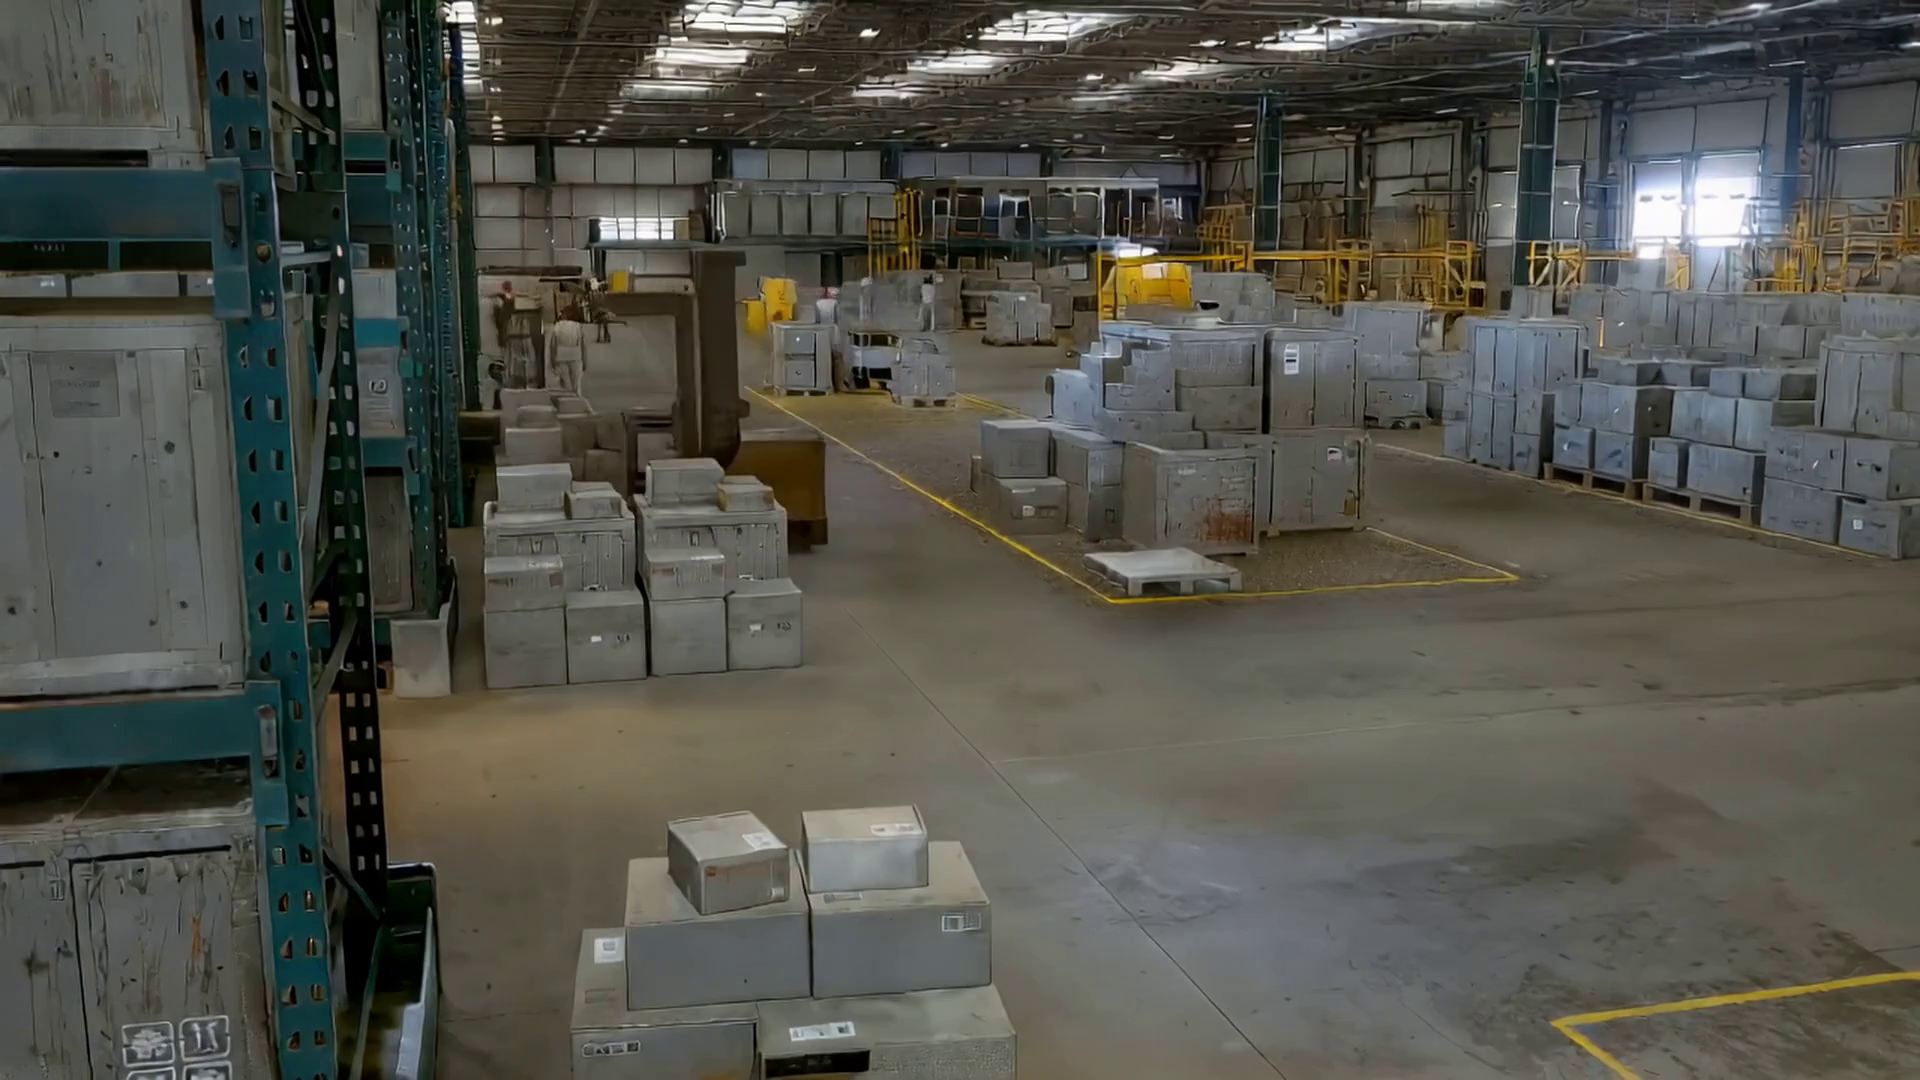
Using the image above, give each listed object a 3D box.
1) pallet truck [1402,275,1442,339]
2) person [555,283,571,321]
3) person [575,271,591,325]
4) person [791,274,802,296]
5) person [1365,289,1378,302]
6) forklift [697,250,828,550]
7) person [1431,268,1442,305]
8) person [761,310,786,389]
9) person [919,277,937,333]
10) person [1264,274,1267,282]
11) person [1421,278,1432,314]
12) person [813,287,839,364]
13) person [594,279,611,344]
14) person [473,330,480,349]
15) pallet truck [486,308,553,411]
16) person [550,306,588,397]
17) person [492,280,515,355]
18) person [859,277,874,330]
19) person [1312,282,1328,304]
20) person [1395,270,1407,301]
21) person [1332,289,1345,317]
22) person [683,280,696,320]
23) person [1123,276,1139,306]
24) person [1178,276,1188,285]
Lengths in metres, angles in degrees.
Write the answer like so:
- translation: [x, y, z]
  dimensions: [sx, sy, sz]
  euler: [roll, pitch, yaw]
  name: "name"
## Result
- translation: [14.620, -7.324, 52.145]
  dimensions: [0.823, 1.965, 1.885]
  euler: [8, 13, 40]
  name: "pallet truck"
- translation: [-12.653, -7.330, 53.043]
  dimensions: [0.534, 1.692, 0.320]
  euler: [1, 10, 7]
  name: "person"
- translation: [-13.753, -8.826, 60.740]
  dimensions: [0.606, 1.966, 0.367]
  euler: [-8, 13, -38]
  name: "person"
- translation: [-6.046, -8.716, 60.389]
  dimensions: [0.569, 1.864, 1.022]
  euler: [4, 11, 21]
  name: "person"
- translation: [9.188, -4.684, 37.438]
  dimensions: [0.396, 1.919, 0.581]
  euler: [3, 10, 14]
  name: "person"
- translation: [-2.252, -1.330, 15.705]
  dimensions: [1.873, 2.768, 1.129]
  euler: [-2, 10, -12]
  name: "forklift"
- translation: [20.982, -11.062, 73.491]
  dimensions: [0.645, 1.926, 0.613]
  euler: [5, 11, 25]
  name: "person"
- translation: [-3.619, -3.816, 33.425]
  dimensions: [0.848, 1.596, 0.522]
  euler: [-6, 11, -29]
  name: "person"
- translation: [-1.069, -7.756, 54.968]
  dimensions: [0.707, 1.862, 0.688]
  euler: [-6, 11, -29]
  name: "person"
- translation: [12.788, -10.407, 70.424]
  dimensions: [0.538, 1.698, 0.441]
  euler: [3, 10, 14]
  name: "person"
- translation: [15.141, -7.623, 54.001]
  dimensions: [0.358, 1.938, 0.636]
  euler: [6, 12, 32]
  name: "person"
- translation: [-3.319, -5.237, 40.690]
  dimensions: [0.608, 1.865, 0.936]
  euler: [-8, 13, -38]
  name: "person"
- translation: [-10.483, -6.713, 48.963]
  dimensions: [0.513, 1.898, 0.589]
  euler: [4, 11, 22]
  name: "person"
- translation: [-13.523, -5.965, 45.595]
  dimensions: [0.507, 1.585, 0.850]
  euler: [4, 11, 22]
  name: "person"
- translation: [-6.242, -2.418, 24.362]
  dimensions: [0.823, 1.965, 1.885]
  euler: [1, 10, 3]
  name: "pallet truck"
- translation: [-6.772, -3.121, 28.806]
  dimensions: [0.638, 1.845, 0.429]
  euler: [-3, 11, -18]
  name: "person"
- translation: [-11.984, -5.870, 43.791]
  dimensions: [0.581, 2.000, 0.696]
  euler: [7, 12, 36]
  name: "person"
- translation: [-3.132, -7.885, 55.741]
  dimensions: [0.438, 1.850, 0.553]
  euler: [8, 13, 38]
  name: "person"
- translation: [11.965, -7.726, 55.301]
  dimensions: [0.534, 1.693, 0.321]
  euler: [7, 12, 34]
  name: "person"
- translation: [19.495, -11.012, 73.472]
  dimensions: [0.429, 1.844, 0.627]
  euler: [-7, 12, -36]
  name: "person"
- translation: [8.876, -4.898, 38.766]
  dimensions: [0.355, 1.876, 0.574]
  euler: [-7, 12, -33]
  name: "person"
- translation: [-9.019, -7.764, 55.341]
  dimensions: [0.525, 1.755, 0.468]
  euler: [4, 11, 21]
  name: "person"
- translation: [6.078, -8.512, 59.390]
  dimensions: [0.505, 1.820, 0.654]
  euler: [-7, 12, -35]
  name: "person"
- translation: [7.665, -8.177, 57.423]
  dimensions: [0.429, 1.839, 0.633]
  euler: [-5, 11, -26]
  name: "person"
